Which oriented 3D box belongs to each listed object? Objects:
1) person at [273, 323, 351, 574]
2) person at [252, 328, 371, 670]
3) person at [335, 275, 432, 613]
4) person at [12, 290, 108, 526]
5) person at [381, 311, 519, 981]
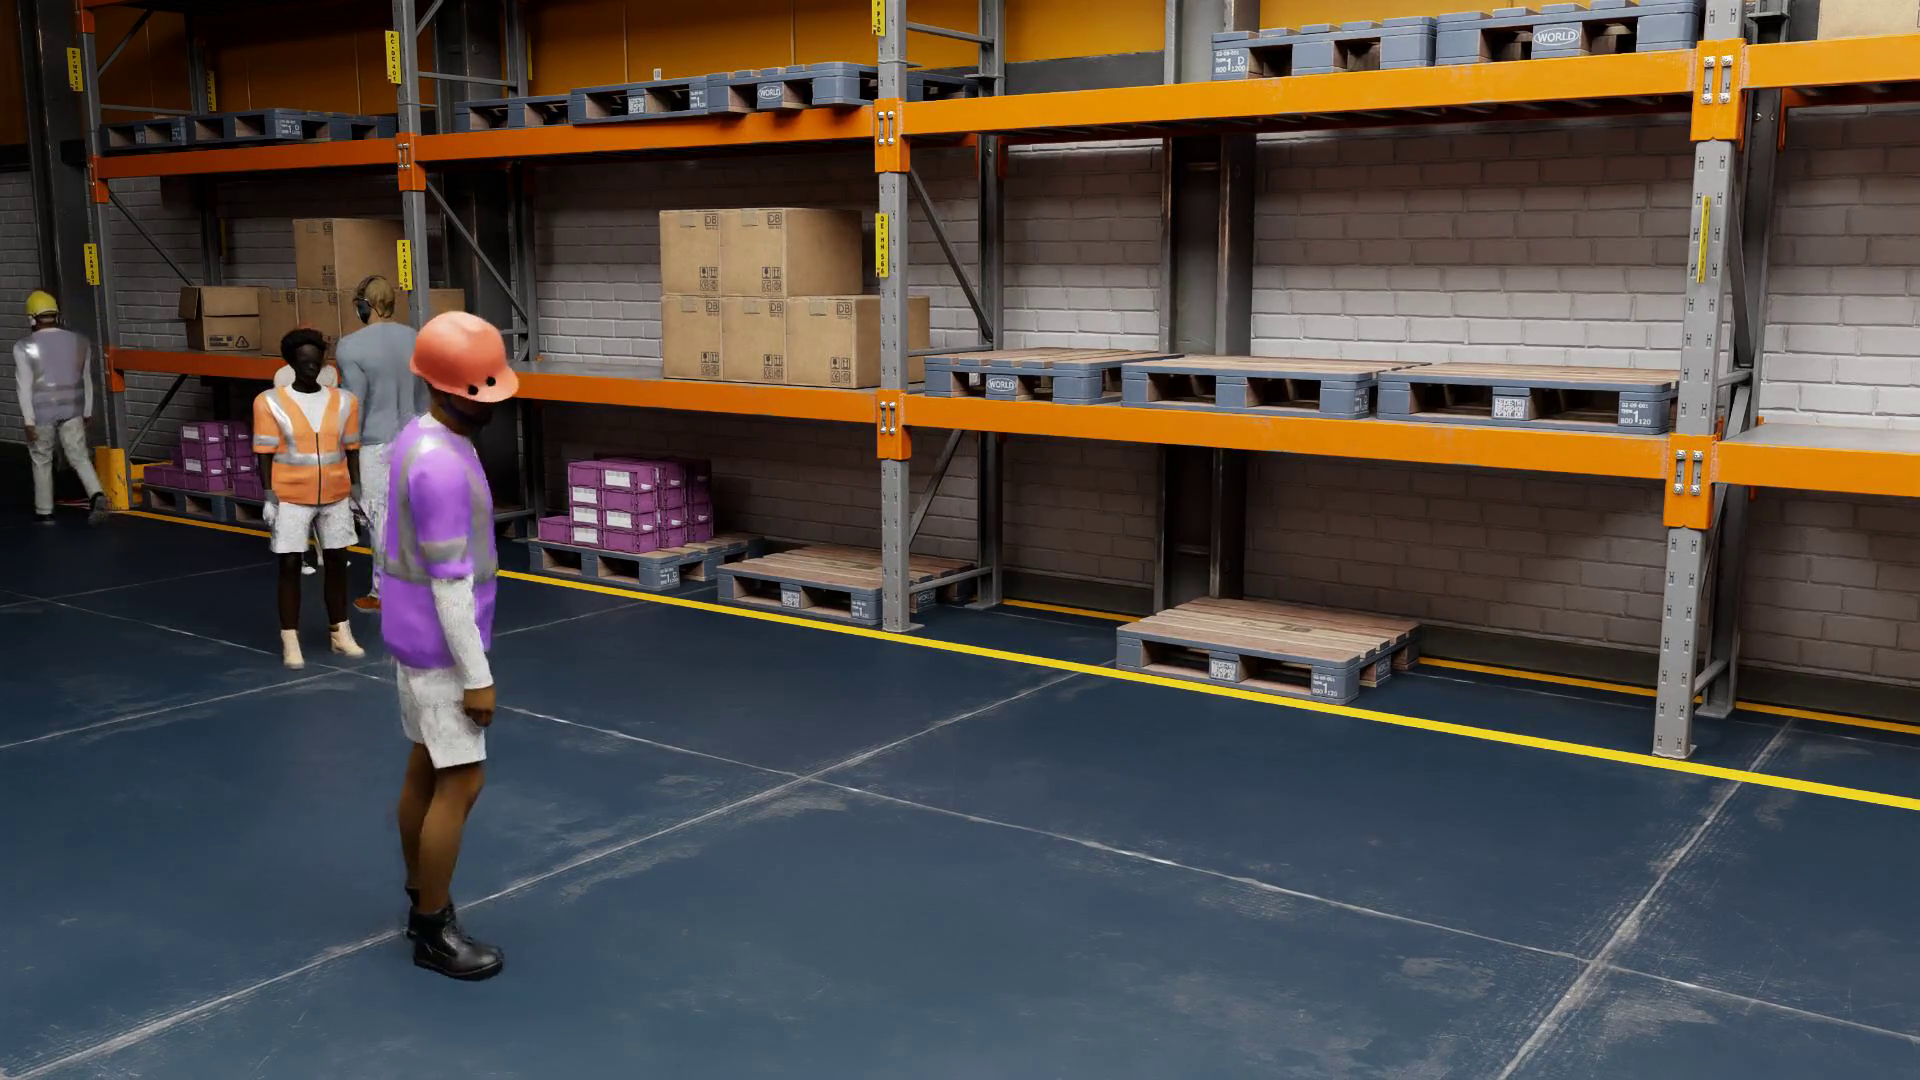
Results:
[{"bbox_3d":[-4.221,-0.593,10.816,0.284,1.626,0.492,5,11,26],"label":"person"},{"bbox_3d":[-3.250,-0.212,8.334,0.535,1.694,0.319,-8,12,-39],"label":"person"},{"bbox_3d":[-3.310,-0.544,9.586,0.372,1.940,0.630,6,11,30],"label":"person"},{"bbox_3d":[-6.830,-0.983,12.608,0.820,1.811,0.594,7,12,37],"label":"person"},{"bbox_3d":[-1.475,0.288,4.817,0.379,1.894,0.731,-4,10,-22],"label":"person"}]
